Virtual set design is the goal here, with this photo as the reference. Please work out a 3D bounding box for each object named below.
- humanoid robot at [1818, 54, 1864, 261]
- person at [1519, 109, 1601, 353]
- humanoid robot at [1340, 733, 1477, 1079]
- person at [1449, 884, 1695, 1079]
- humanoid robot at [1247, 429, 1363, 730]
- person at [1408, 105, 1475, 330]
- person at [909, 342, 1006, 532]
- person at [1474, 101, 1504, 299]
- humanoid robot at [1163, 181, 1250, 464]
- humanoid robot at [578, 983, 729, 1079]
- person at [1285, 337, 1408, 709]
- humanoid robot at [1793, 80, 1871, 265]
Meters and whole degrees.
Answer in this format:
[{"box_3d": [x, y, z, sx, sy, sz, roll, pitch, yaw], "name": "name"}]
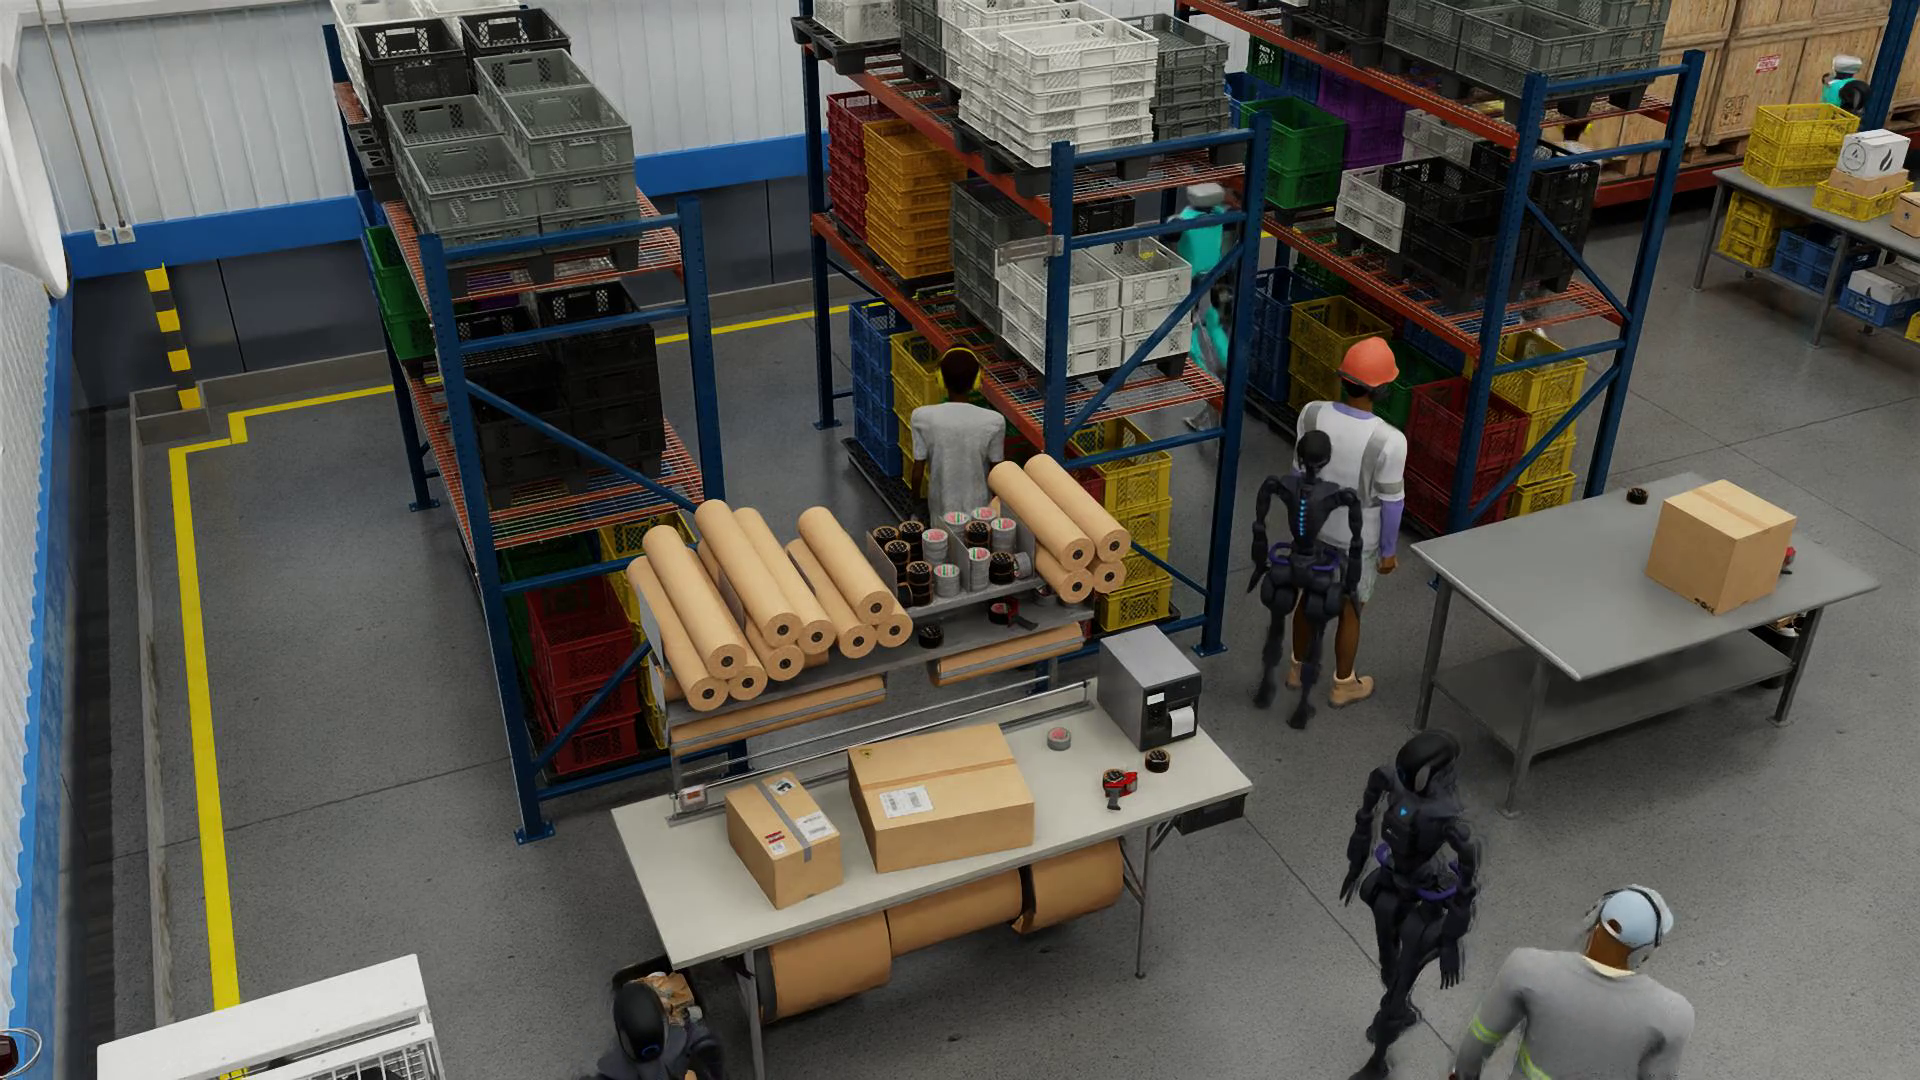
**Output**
[{"box_3d": [7.204, -3.021, 13.446, 0.719, 1.761, 0.536, 3, 32, 5], "name": "humanoid robot"}, {"box_3d": [4.322, -2.284, 12.190, 0.572, 1.834, 0.847, 2, 32, 3], "name": "person"}, {"box_3d": [1.672, 1.399, 6.366, 0.642, 1.631, 0.611, -20, 37, -29], "name": "humanoid robot"}, {"box_3d": [1.984, 1.835, 5.539, 0.657, 1.790, 0.862, 12, 33, 18], "name": "person"}, {"box_3d": [1.721, 0.202, 8.298, 0.588, 1.650, 0.342, 13, 34, 19], "name": "humanoid robot"}, {"box_3d": [3.524, -2.254, 12.141, 0.343, 1.839, 0.499, -25, 39, -34], "name": "person"}, {"box_3d": [-0.004, -0.158, 8.703, 0.534, 1.866, 0.314, 3, 32, 4], "name": "person"}, {"box_3d": [3.970, -2.452, 12.553, 0.507, 1.737, 0.587, 21, 38, 31], "name": "person"}, {"box_3d": [1.684, -1.339, 10.811, 0.548, 1.842, 0.864, -13, 34, -20], "name": "humanoid robot"}, {"box_3d": [-1.000, 1.999, 5.426, 0.590, 1.618, 0.769, -19, 36, -28], "name": "humanoid robot"}, {"box_3d": [1.947, -0.074, 8.401, 0.604, 2.044, 0.374, 26, 40, 36], "name": "person"}, {"box_3d": [6.901, -2.851, 13.263, 0.586, 1.639, 0.517, -21, 37, -30], "name": "humanoid robot"}]
